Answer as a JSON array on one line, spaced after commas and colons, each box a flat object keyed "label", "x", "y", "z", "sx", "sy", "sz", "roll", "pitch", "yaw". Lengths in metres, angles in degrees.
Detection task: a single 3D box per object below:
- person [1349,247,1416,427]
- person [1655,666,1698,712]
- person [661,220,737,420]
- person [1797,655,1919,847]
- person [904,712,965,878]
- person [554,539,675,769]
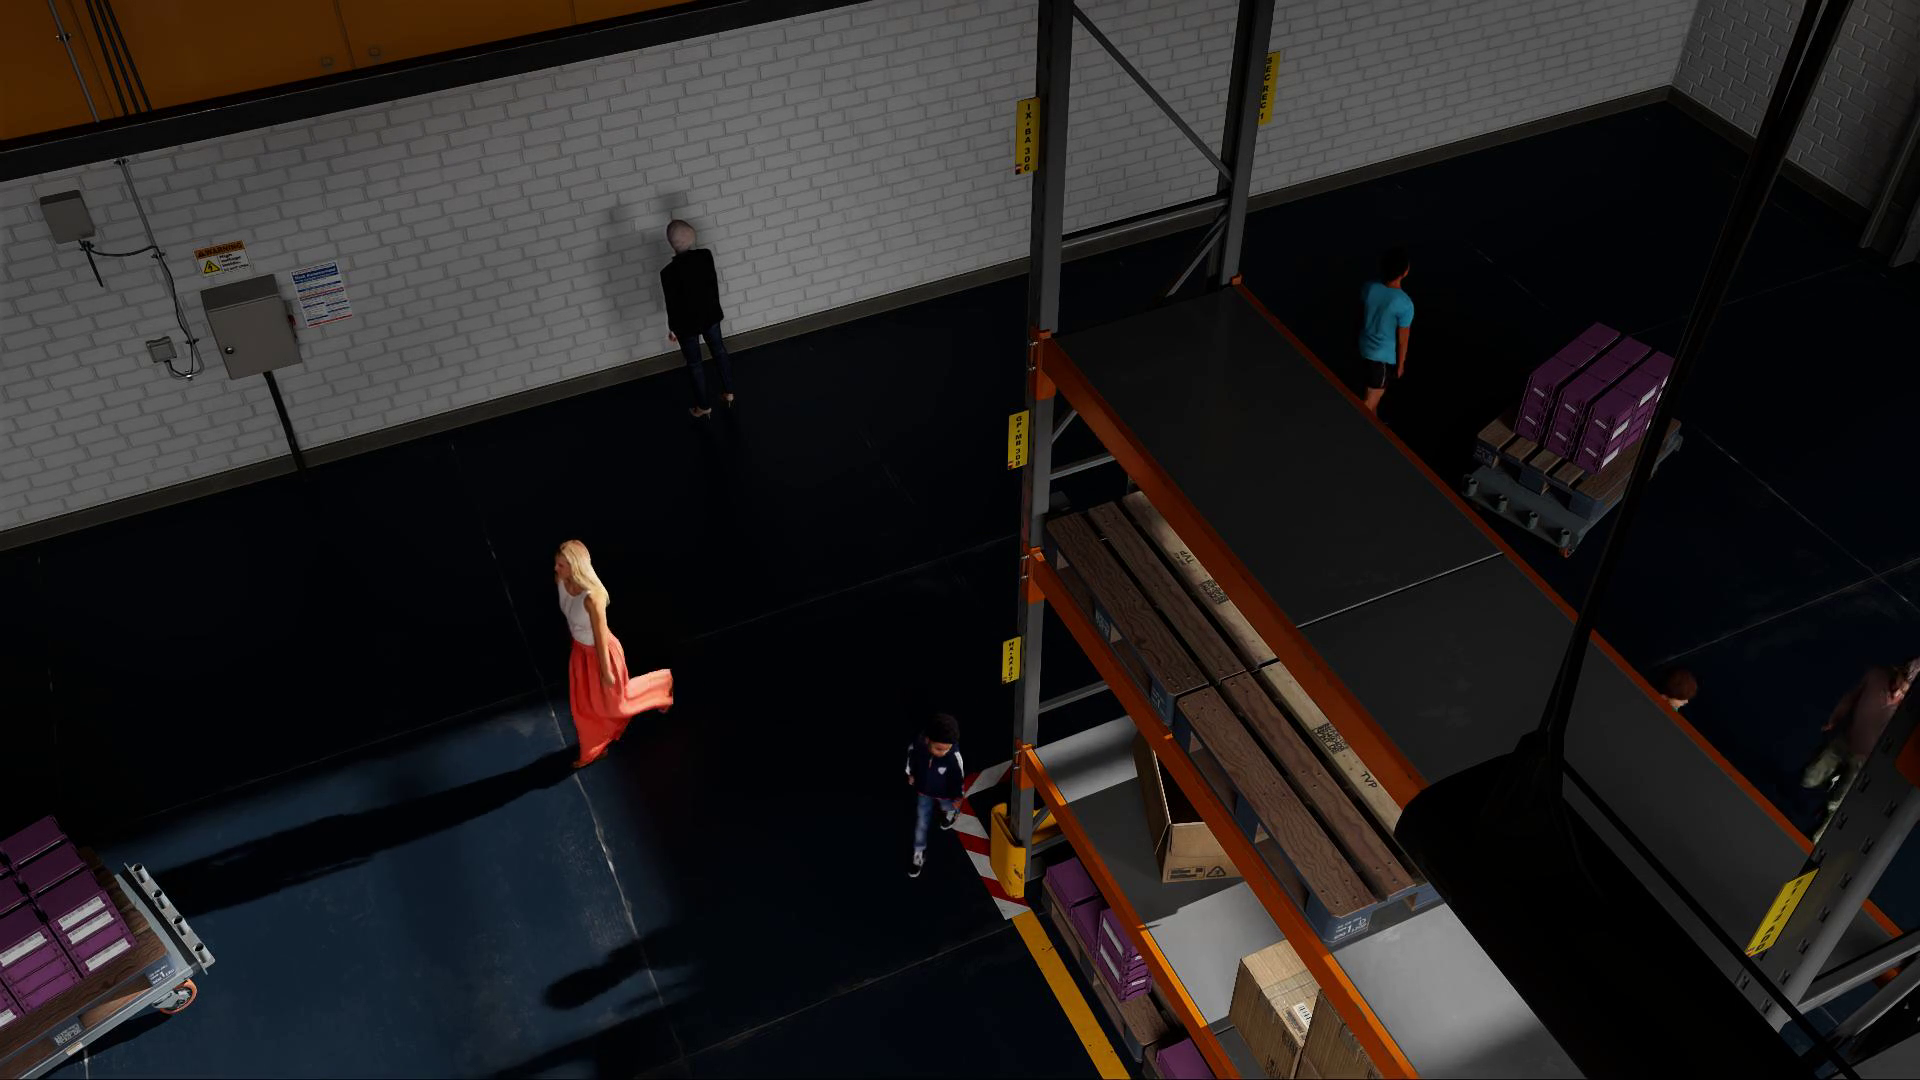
[{"label": "person", "x": 3.039, "y": -1.343, "z": 12.349, "sx": 0.822, "sy": 1.745, "sz": 1.101, "roll": -26, "pitch": 49, "yaw": -25}, {"label": "person", "x": 3.962, "y": 1.197, "z": 9.915, "sx": 0.702, "sy": 1.423, "sz": 0.955, "roll": -27, "pitch": 50, "yaw": -25}, {"label": "person", "x": -1.947, "y": -1.683, "z": 12.577, "sx": 0.787, "sy": 1.781, "sz": 0.680, "roll": -31, "pitch": 52, "yaw": -28}, {"label": "person", "x": 5.271, "y": 1.226, "z": 9.583, "sx": 0.825, "sy": 1.839, "sz": 0.813, "roll": -12, "pitch": 45, "yaw": -12}, {"label": "person", "x": -0.110, "y": 1.406, "z": 9.862, "sx": 0.851, "sy": 1.194, "sz": 0.900, "roll": 17, "pitch": 46, "yaw": 17}, {"label": "person", "x": -2.164, "y": 0.657, "z": 10.224, "sx": 0.900, "sy": 1.780, "sz": 1.047, "roll": -32, "pitch": 52, "yaw": -29}]
